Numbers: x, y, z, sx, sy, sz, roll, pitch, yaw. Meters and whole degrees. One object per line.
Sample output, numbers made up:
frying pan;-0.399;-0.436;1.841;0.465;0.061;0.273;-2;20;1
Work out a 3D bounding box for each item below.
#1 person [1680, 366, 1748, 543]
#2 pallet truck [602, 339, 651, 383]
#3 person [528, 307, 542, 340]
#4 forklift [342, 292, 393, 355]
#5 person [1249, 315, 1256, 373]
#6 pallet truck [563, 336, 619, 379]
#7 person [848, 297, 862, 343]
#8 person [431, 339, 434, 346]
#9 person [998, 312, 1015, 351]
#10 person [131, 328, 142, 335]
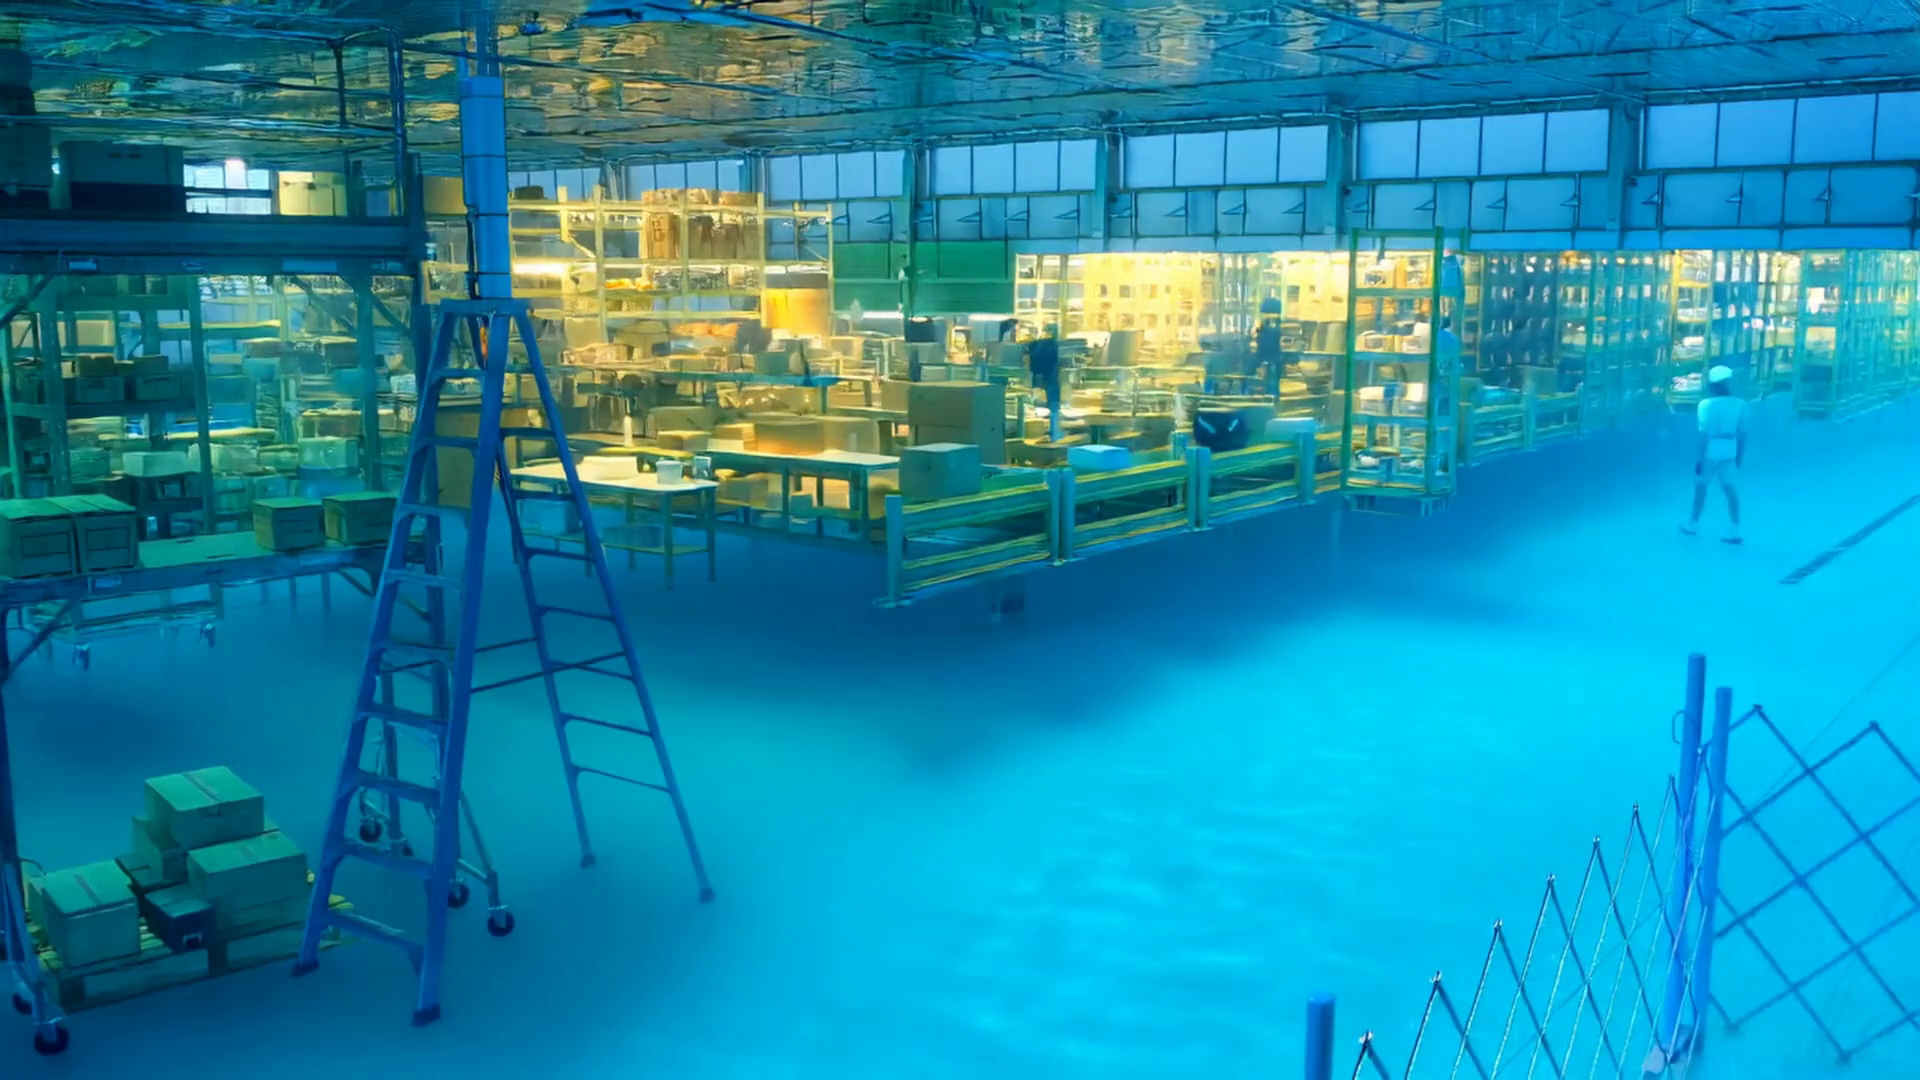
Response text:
person;8.626;-0.978;18.909;0.626;1.990;1.076;-1;9;-6
pallet truck;-8.991;-4.871;45.351;0.653;1.274;1.630;7;11;37
person;-13.987;-6.676;54.666;0.575;1.924;0.416;6;11;33
forklift;-16.485;-5.622;45.120;1.129;2.768;1.873;7;11;37
person;8.969;-5.914;50.234;0.403;1.823;0.588;-6;11;-32
pallet truck;-10.690;-5.294;48.215;1.601;1.201;0.680;-5;10;-26
person;-4.605;-9.658;73.068;0.612;1.995;0.376;0;9;0
person;-15.540;-5.657;48.636;0.624;1.815;0.460;7;12;38
person;1.317;-5.687;48.572;0.984;1.914;0.602;-7;11;-36
person;-25.467;-6.029;51.543;0.286;1.631;0.501;2;9;13
